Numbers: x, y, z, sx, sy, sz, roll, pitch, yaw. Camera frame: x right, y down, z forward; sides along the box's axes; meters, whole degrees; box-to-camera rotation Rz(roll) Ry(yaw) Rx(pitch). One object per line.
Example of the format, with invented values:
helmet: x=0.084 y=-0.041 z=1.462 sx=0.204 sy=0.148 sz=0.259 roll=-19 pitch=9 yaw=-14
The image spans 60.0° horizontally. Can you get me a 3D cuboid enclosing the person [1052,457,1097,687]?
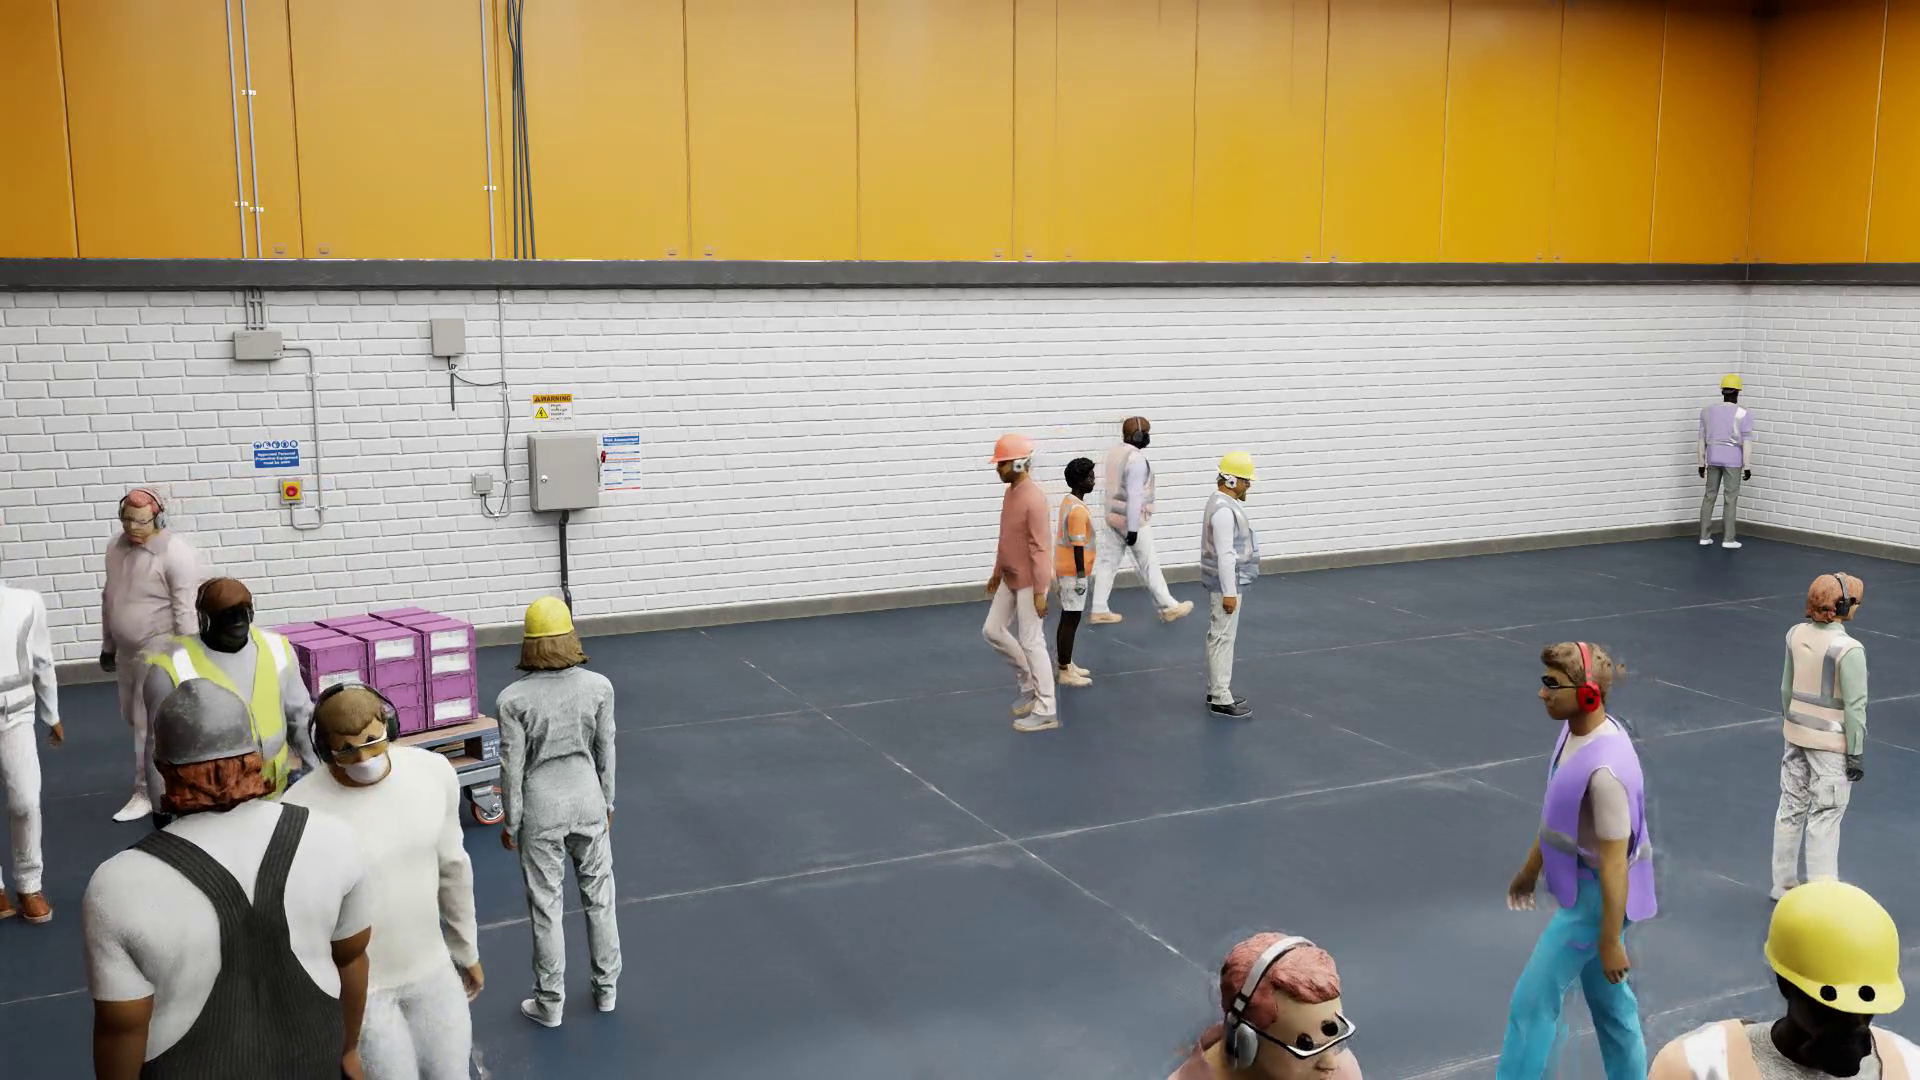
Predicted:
person: x=0.846 y=0.230 z=12.231 sx=0.322 sy=1.689 sz=0.530 roll=-1 pitch=9 yaw=-4

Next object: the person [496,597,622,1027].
person: x=-1.627 y=1.091 z=6.735 sx=0.485 sy=1.739 sz=0.313 roll=-6 pitch=11 yaw=-31

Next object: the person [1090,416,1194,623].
person: x=1.561 y=-0.167 z=14.348 sx=0.952 sy=1.794 sz=0.652 roll=-3 pitch=10 yaw=-19

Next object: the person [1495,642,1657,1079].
person: x=2.011 y=1.230 z=5.665 sx=0.866 sy=1.810 sz=0.595 roll=3 pitch=10 yaw=17

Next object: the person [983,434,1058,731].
person: x=0.412 y=0.275 z=11.077 sx=0.485 sy=1.965 sz=0.637 roll=-3 pitch=10 yaw=-16

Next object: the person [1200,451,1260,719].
person: x=1.847 y=0.297 z=11.405 sx=0.403 sy=1.823 sz=0.587 roll=1 pitch=9 yaw=5

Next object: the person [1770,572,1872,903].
person: x=4.051 y=0.964 z=7.824 sx=0.309 sy=1.641 sz=0.514 roll=-2 pitch=9 yaw=-10

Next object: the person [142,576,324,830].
person: x=-2.941 y=1.039 z=6.871 sx=0.922 sy=1.793 sz=0.637 roll=6 pitch=11 yaw=35

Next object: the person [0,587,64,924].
person: x=-4.471 y=0.881 z=7.673 sx=0.619 sy=1.859 sz=0.635 roll=-7 pitch=12 yaw=-37

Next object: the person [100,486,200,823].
person: x=-4.485 y=0.602 z=9.356 sx=0.694 sy=1.869 sz=0.700 roll=5 pitch=11 yaw=30

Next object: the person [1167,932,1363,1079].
person: x=0.510 y=1.597 z=3.156 sx=0.675 sy=1.884 sz=0.538 roll=-8 pitch=12 yaw=-40

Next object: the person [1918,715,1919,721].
person: x=6.625 y=0.351 z=10.998 sx=0.331 sy=1.844 sz=0.520 roll=1 pitch=9 yaw=5

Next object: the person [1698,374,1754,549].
person: x=8.436 y=-0.867 z=18.333 sx=0.396 sy=1.918 sz=0.587 roll=-7 pitch=12 yaw=-38

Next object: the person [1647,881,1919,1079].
person: x=1.639 y=1.588 z=3.177 sx=0.603 sy=1.884 sz=0.947 roll=0 pitch=9 yaw=0

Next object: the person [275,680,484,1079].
person: x=-1.735 y=1.303 z=4.903 sx=0.568 sy=1.907 sz=0.666 roll=7 pitch=11 yaw=36
